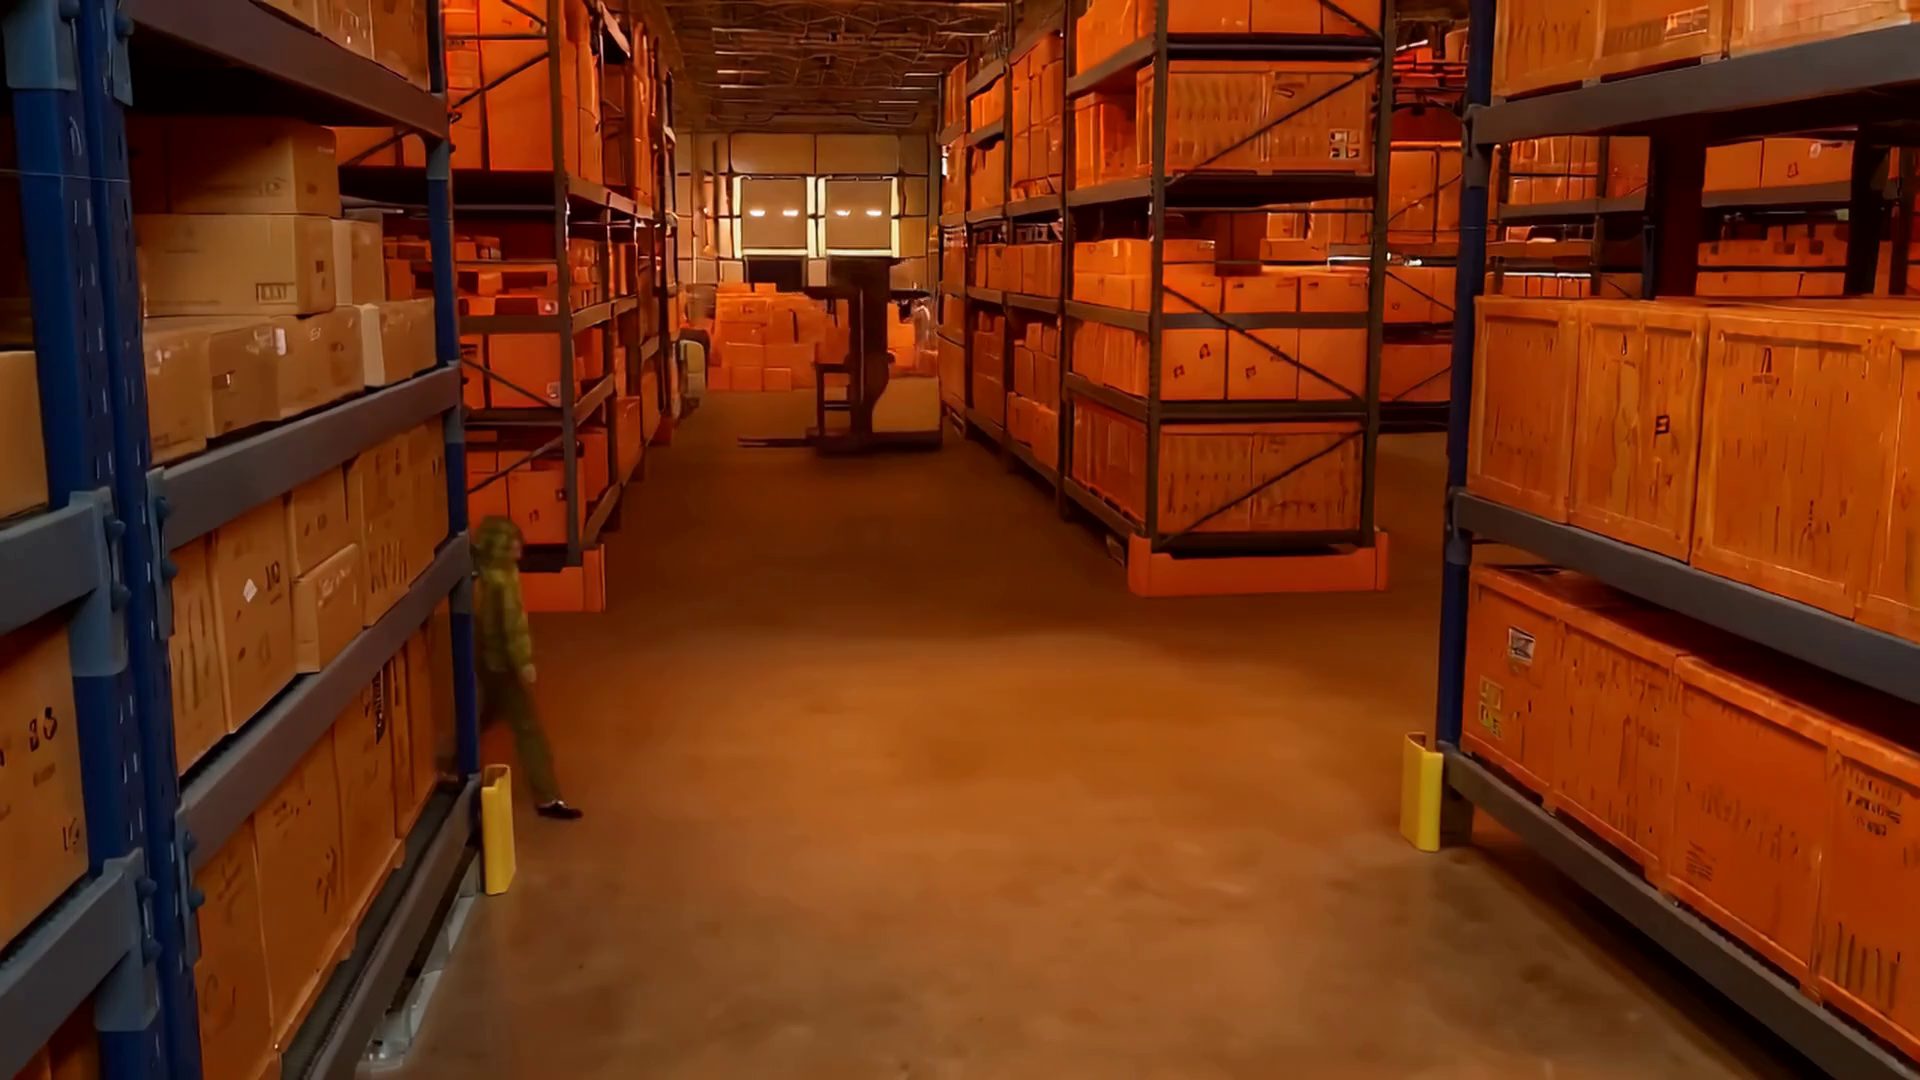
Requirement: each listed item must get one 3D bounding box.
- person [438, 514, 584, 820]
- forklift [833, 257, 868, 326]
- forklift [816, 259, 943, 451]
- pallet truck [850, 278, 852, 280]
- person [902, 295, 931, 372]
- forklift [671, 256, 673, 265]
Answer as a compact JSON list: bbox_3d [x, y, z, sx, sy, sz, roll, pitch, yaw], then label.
[{"bbox_3d":[-2.374,0.646,8.565,0.817,1.593,0.510,1,10,4],"label":"person"},{"bbox_3d":[-2.884,-6.733,47.766,1.873,2.768,1.129,-3,10,-15],"label":"forklift"},{"bbox_3d":[-1.232,-2.764,24.659,1.873,2.768,1.129,-1,10,-7],"label":"forklift"},{"bbox_3d":[-3.782,-9.391,65.808,1.885,1.965,0.823,2,10,10],"label":"pallet truck"},{"bbox_3d":[-1.046,-5.073,40.984,0.995,1.888,0.648,-4,11,-23],"label":"person"},{"bbox_3d":[-10.987,-9.066,61.344,1.129,2.768,1.873,-1,10,-7],"label":"forklift"}]
